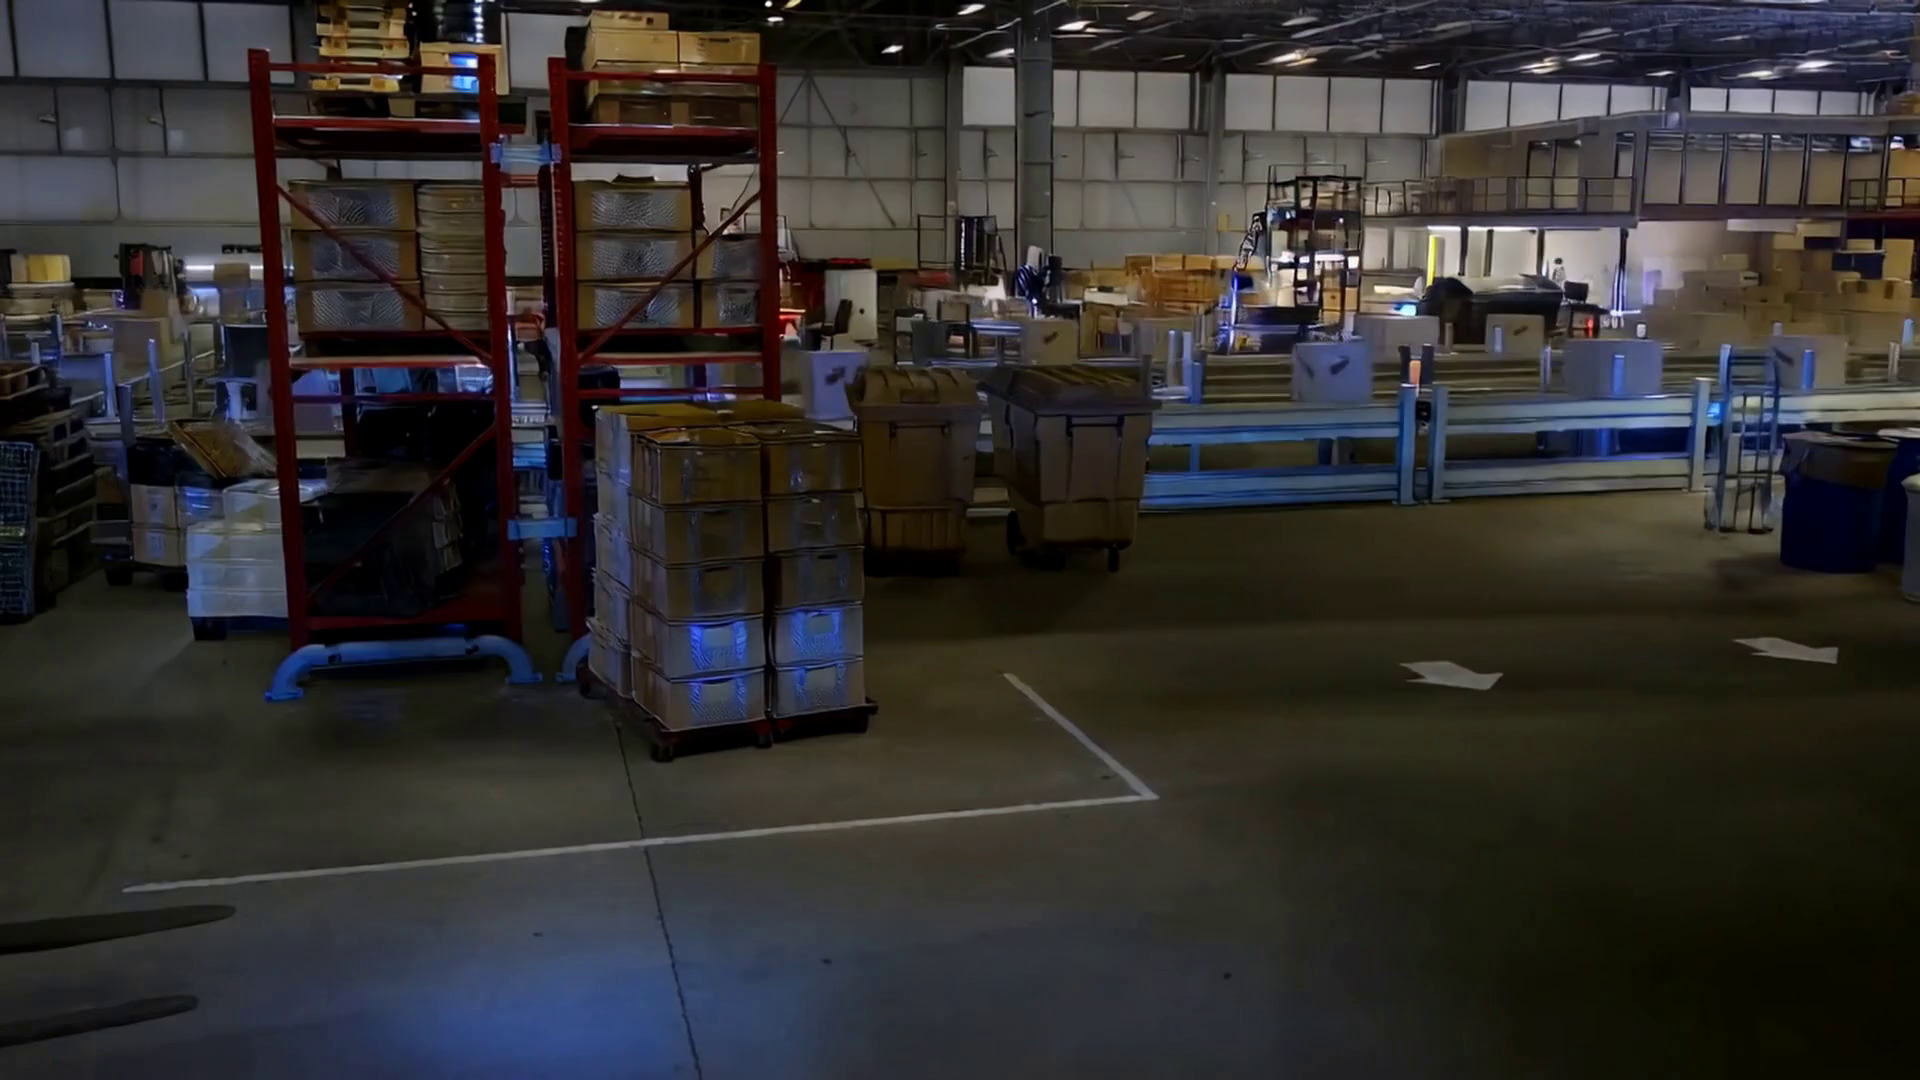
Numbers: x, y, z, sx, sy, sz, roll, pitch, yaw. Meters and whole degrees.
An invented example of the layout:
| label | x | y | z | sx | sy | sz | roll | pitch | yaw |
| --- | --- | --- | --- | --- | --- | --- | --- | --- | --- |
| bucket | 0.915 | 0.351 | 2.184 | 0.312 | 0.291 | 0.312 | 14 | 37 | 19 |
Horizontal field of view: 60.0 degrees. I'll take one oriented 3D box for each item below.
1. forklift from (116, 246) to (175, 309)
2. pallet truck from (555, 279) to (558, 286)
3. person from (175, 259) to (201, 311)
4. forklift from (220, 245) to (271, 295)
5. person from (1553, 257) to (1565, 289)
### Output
| label | x | y | z | sx | sy | sz | roll | pitch | yaw |
| --- | --- | --- | --- | --- | --- | --- | --- | --- | --- |
| forklift | -19.966 | -6.232 | 40.894 | 1.157 | 1.987 | 2.680 | -3 | 10 | -15 |
| pallet truck | -10.604 | -6.375 | 44.520 | 0.653 | 1.274 | 1.630 | -3 | 10 | -15 |
| person | -15.622 | -4.747 | 33.697 | 0.858 | 1.878 | 0.545 | 8 | 13 | 39 |
| forklift | -17.749 | -6.334 | 41.440 | 1.157 | 1.987 | 2.680 | -3 | 10 | -17 |
| person | 17.467 | -7.385 | 48.748 | 0.598 | 1.823 | 0.519 | 9 | 13 | 40 |
